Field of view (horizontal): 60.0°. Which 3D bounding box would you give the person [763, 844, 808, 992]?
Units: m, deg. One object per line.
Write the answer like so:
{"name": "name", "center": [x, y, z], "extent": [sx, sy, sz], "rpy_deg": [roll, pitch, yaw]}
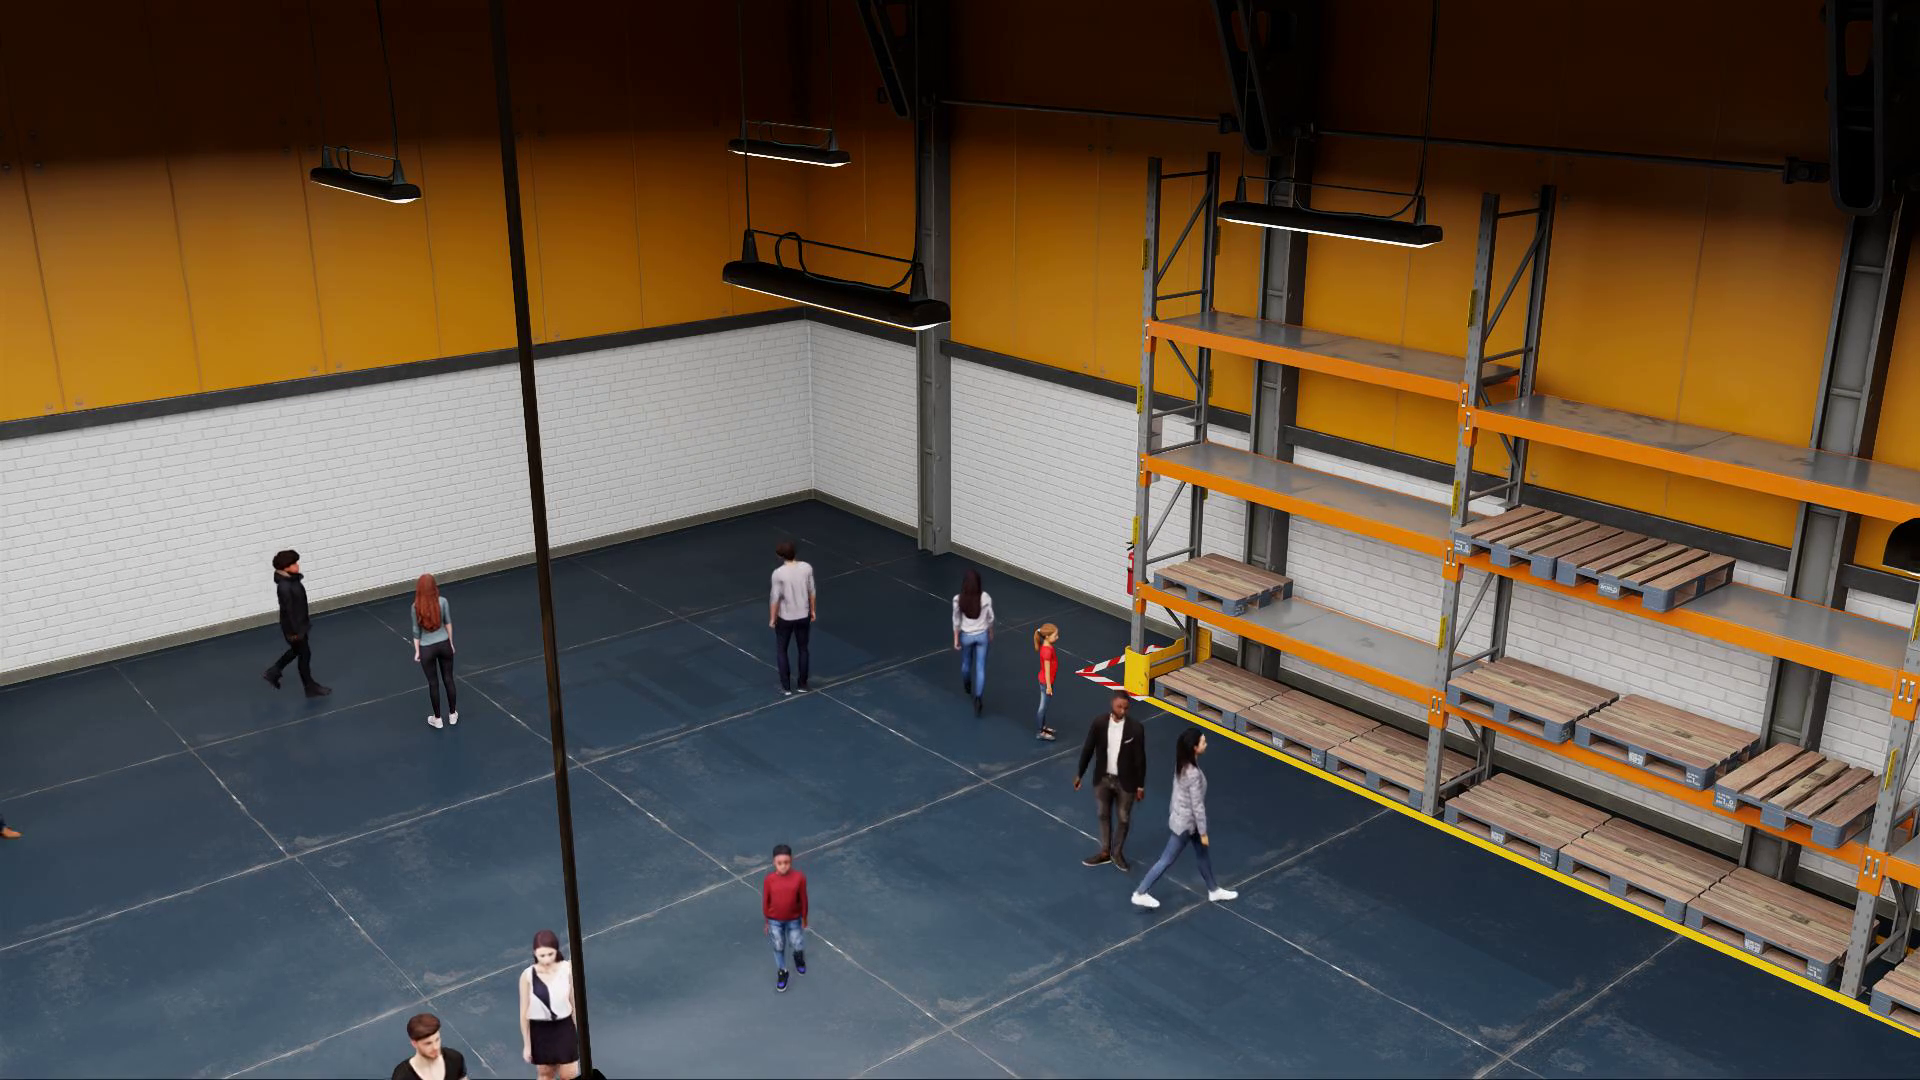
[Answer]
{"name": "person", "center": [-1.411, 2.995, 13.418], "extent": [0.644, 1.248, 0.706], "rpy_deg": [0, 19, -1]}

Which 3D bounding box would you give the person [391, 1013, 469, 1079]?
{"name": "person", "center": [-3.291, 3.715, 10.277], "extent": [0.665, 1.889, 0.734], "rpy_deg": [16, 24, 39]}

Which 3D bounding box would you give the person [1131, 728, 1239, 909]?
{"name": "person", "center": [1.864, 2.449, 14.355], "extent": [1.148, 1.684, 1.209], "rpy_deg": [-2, 19, -5]}

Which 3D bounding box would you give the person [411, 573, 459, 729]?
{"name": "person", "center": [-5.681, 1.192, 18.000], "extent": [0.612, 1.742, 0.586], "rpy_deg": [-10, 21, -28]}

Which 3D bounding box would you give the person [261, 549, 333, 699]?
{"name": "person", "center": [-7.543, 0.950, 18.687], "extent": [0.950, 1.760, 1.013], "rpy_deg": [-4, 19, -13]}

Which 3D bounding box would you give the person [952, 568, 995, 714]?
{"name": "person", "center": [0.174, 1.133, 18.407], "extent": [1.022, 1.592, 1.099], "rpy_deg": [1, 19, 2]}

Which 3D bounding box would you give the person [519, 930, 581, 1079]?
{"name": "person", "center": [-2.863, 3.409, 11.588], "extent": [0.674, 1.632, 0.748], "rpy_deg": [-6, 20, -18]}

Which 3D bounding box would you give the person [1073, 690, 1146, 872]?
{"name": "person", "center": [1.414, 2.165, 15.028], "extent": [0.727, 1.793, 0.925], "rpy_deg": [11, 21, 29]}

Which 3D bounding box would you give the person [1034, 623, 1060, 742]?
{"name": "person", "center": [0.917, 1.497, 17.773], "extent": [0.610, 1.307, 0.549], "rpy_deg": [1, 19, 4]}

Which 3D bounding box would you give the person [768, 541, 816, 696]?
{"name": "person", "center": [-1.894, 0.859, 18.852], "extent": [0.754, 1.827, 0.664], "rpy_deg": [-3, 19, -9]}
